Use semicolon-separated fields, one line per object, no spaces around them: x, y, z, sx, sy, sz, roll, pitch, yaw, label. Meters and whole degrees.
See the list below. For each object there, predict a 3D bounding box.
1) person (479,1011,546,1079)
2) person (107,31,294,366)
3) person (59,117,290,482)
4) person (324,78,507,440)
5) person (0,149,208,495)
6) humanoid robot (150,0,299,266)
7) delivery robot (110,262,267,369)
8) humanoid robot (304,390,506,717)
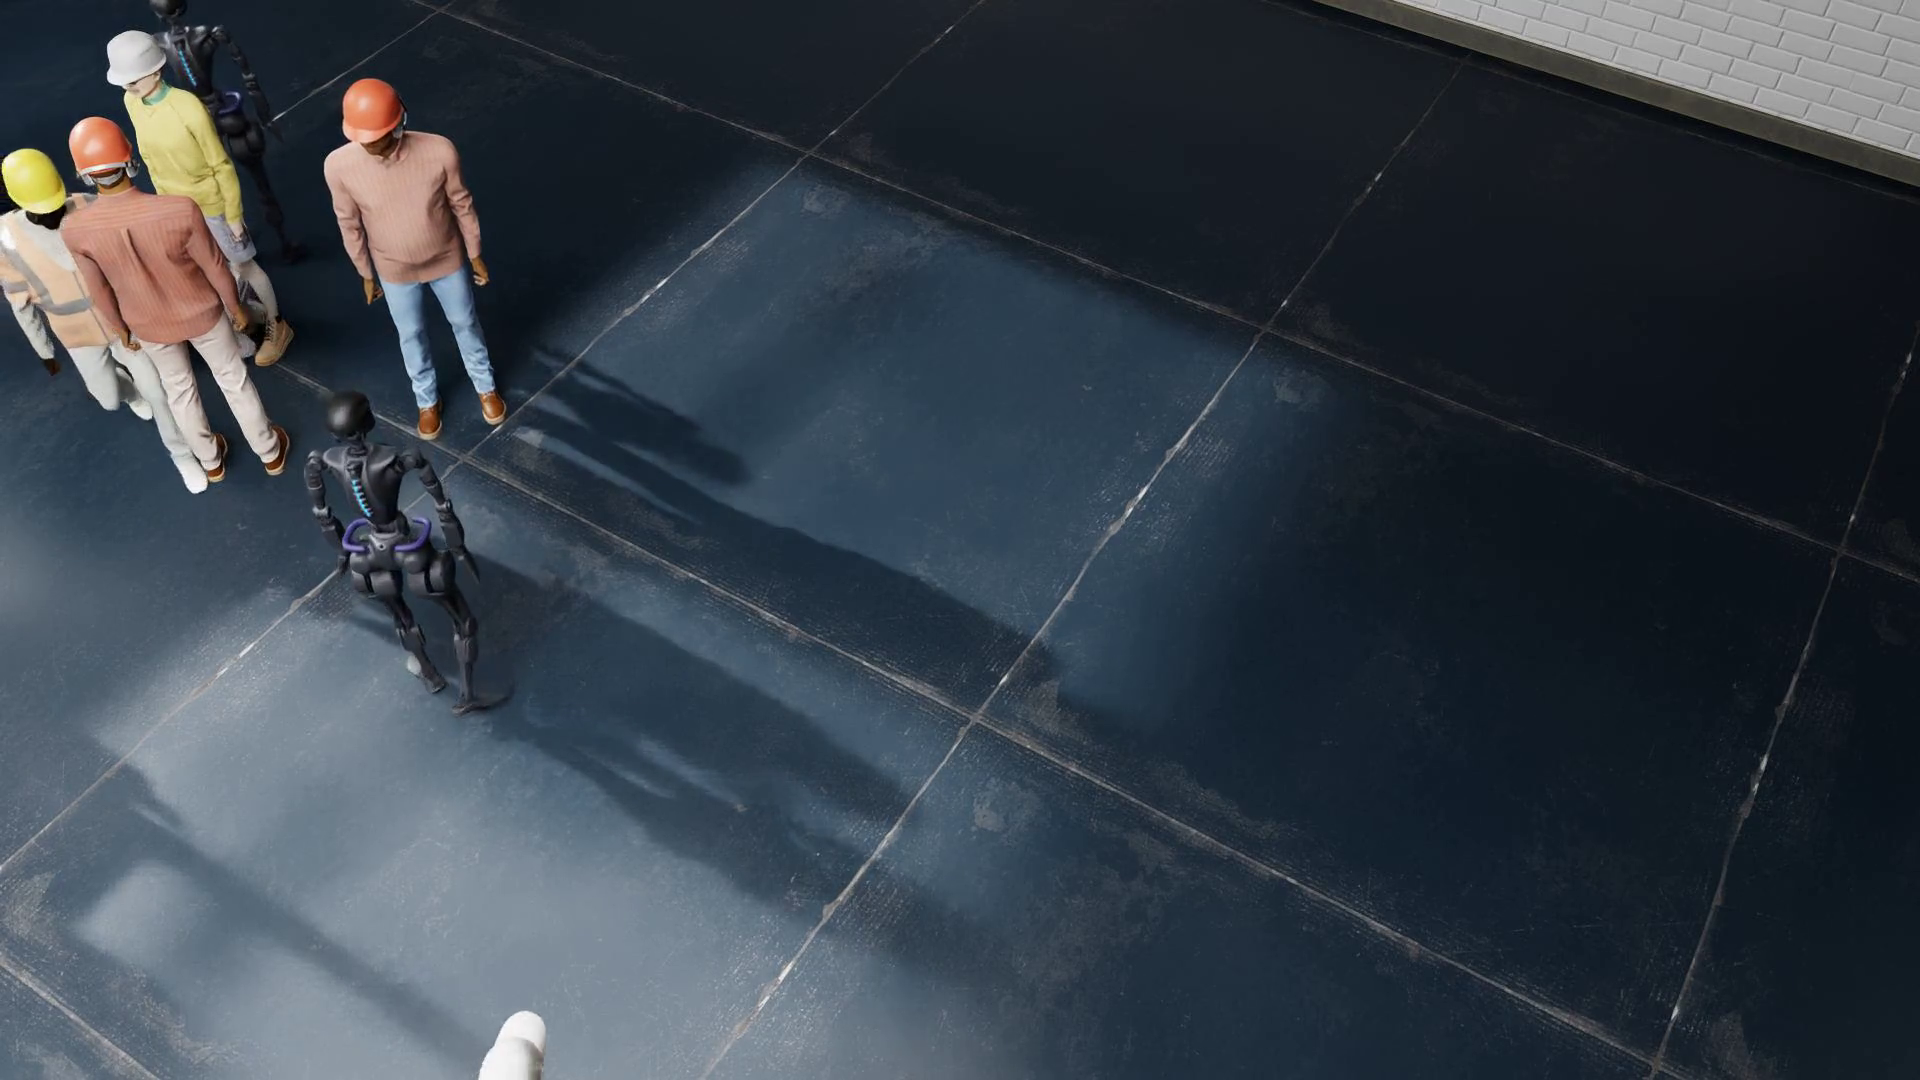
-1.275;2.044;5.063;0.736;1.722;0.837;-4;49;-4;person
-3.748;-1.677;8.207;0.485;1.889;0.383;15;51;13;person
-3.580;-1.048;7.595;0.611;1.987;0.401;-9;50;-8;person
-2.533;-1.308;7.816;0.610;1.991;0.389;-13;50;-11;person
-3.979;-1.056;7.661;0.619;1.894;0.707;-24;53;-19;person
-3.922;-2.169;8.780;0.601;1.659;0.354;-12;50;-10;humanoid robot
-4.095;-1.242;8.698;0.754;0.575;0.499;-2;49;-2;delivery robot
-2.304;0.105;6.792;0.608;1.647;0.463;0;49;0;humanoid robot
